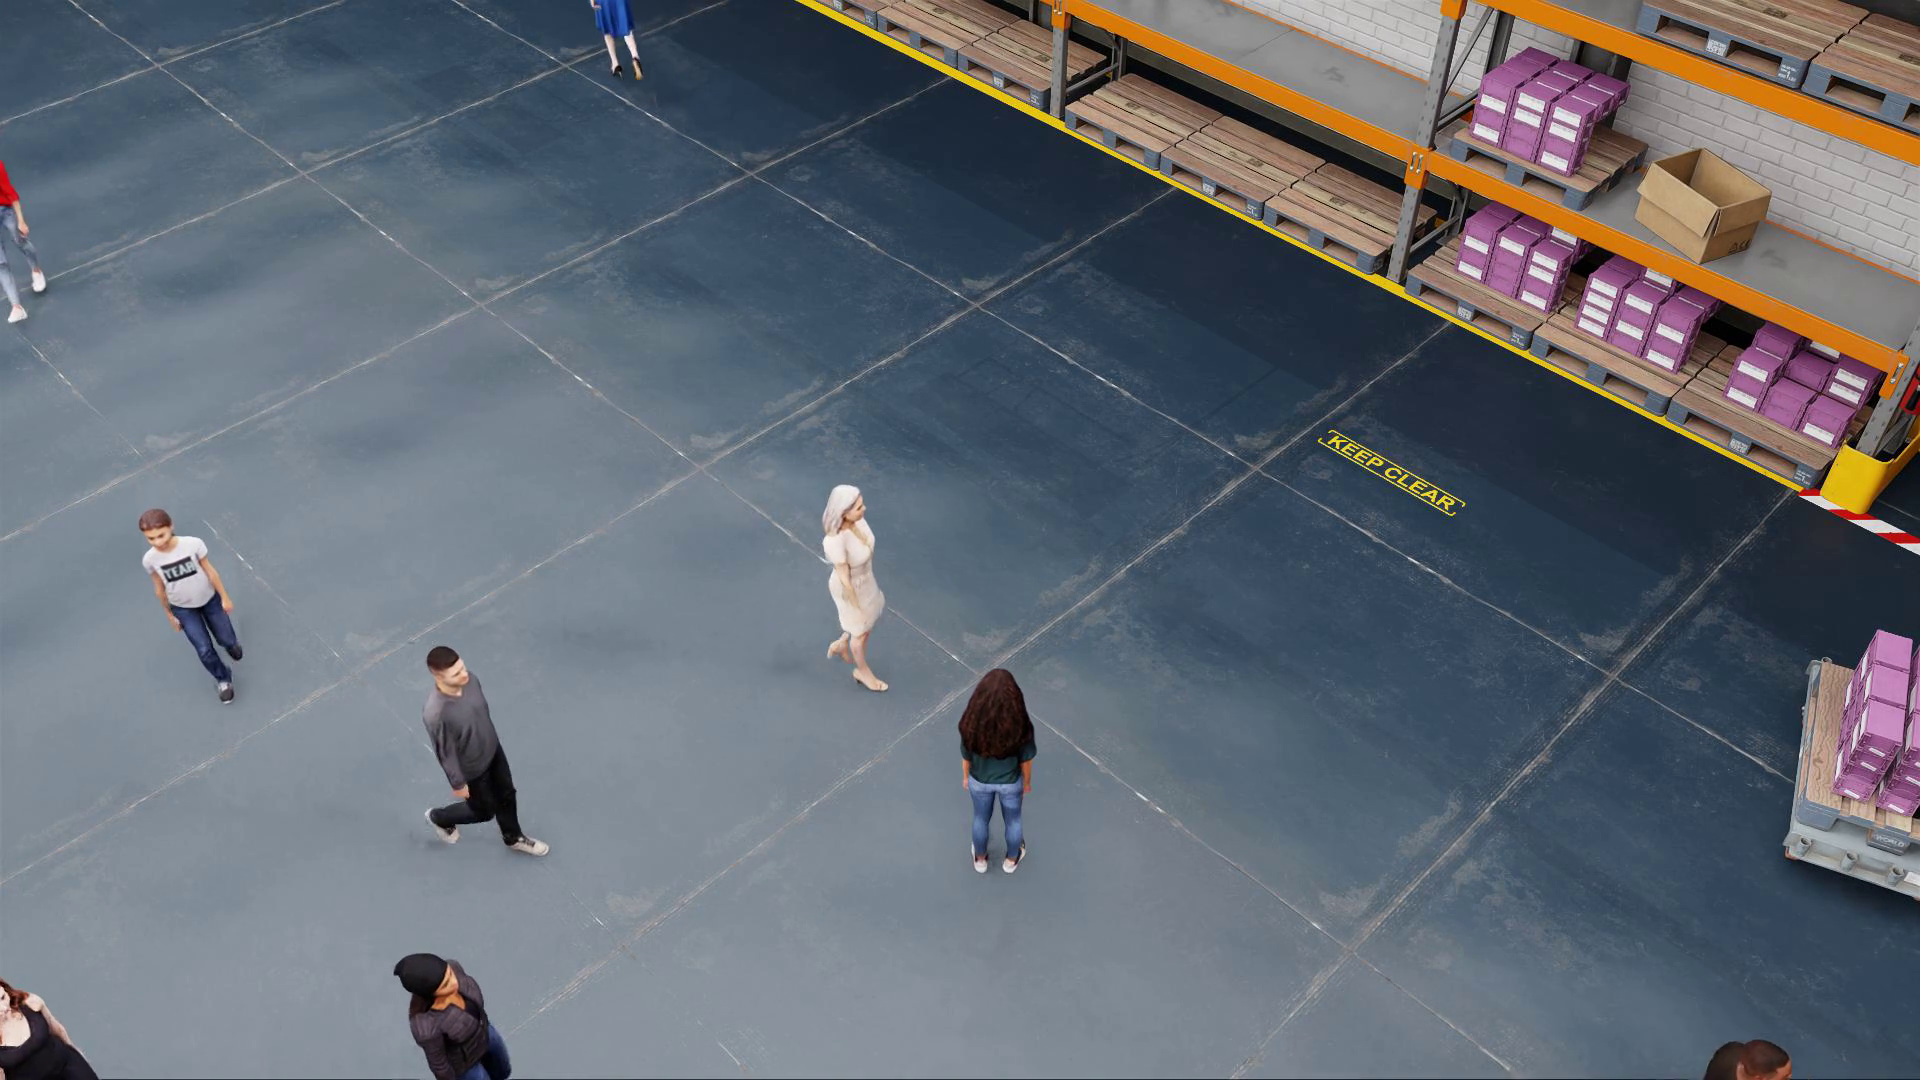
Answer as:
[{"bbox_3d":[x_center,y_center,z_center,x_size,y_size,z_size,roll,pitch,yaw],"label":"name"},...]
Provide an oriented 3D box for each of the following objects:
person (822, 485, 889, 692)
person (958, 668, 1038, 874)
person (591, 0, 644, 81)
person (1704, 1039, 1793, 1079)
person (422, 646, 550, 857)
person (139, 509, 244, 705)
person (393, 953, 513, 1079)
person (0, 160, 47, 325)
[{"bbox_3d":[-0.742,0.322,10.526,0.811,1.729,0.755,9,44,9],"label":"person"},{"bbox_3d":[0.207,1.345,9.535,0.703,1.615,0.774,4,44,4],"label":"person"},{"bbox_3d":[-3.404,-5.321,16.387,0.754,1.816,0.967,-23,48,-22],"label":"person"},{"bbox_3d":[3.455,2.821,7.855,1.061,1.794,0.948,8,44,8],"label":"person"},{"bbox_3d":[-2.865,1.230,9.561,1.056,1.744,0.917,9,44,9],"label":"person"},{"bbox_3d":[-4.893,0.350,10.628,0.688,1.547,0.822,-17,46,-17],"label":"person"},{"bbox_3d":[-2.520,2.532,8.201,0.972,1.737,0.890,5,44,5],"label":"person"},{"bbox_3d":[-7.929,-2.700,13.748,0.987,1.659,1.184,-11,45,-11],"label":"person"}]
